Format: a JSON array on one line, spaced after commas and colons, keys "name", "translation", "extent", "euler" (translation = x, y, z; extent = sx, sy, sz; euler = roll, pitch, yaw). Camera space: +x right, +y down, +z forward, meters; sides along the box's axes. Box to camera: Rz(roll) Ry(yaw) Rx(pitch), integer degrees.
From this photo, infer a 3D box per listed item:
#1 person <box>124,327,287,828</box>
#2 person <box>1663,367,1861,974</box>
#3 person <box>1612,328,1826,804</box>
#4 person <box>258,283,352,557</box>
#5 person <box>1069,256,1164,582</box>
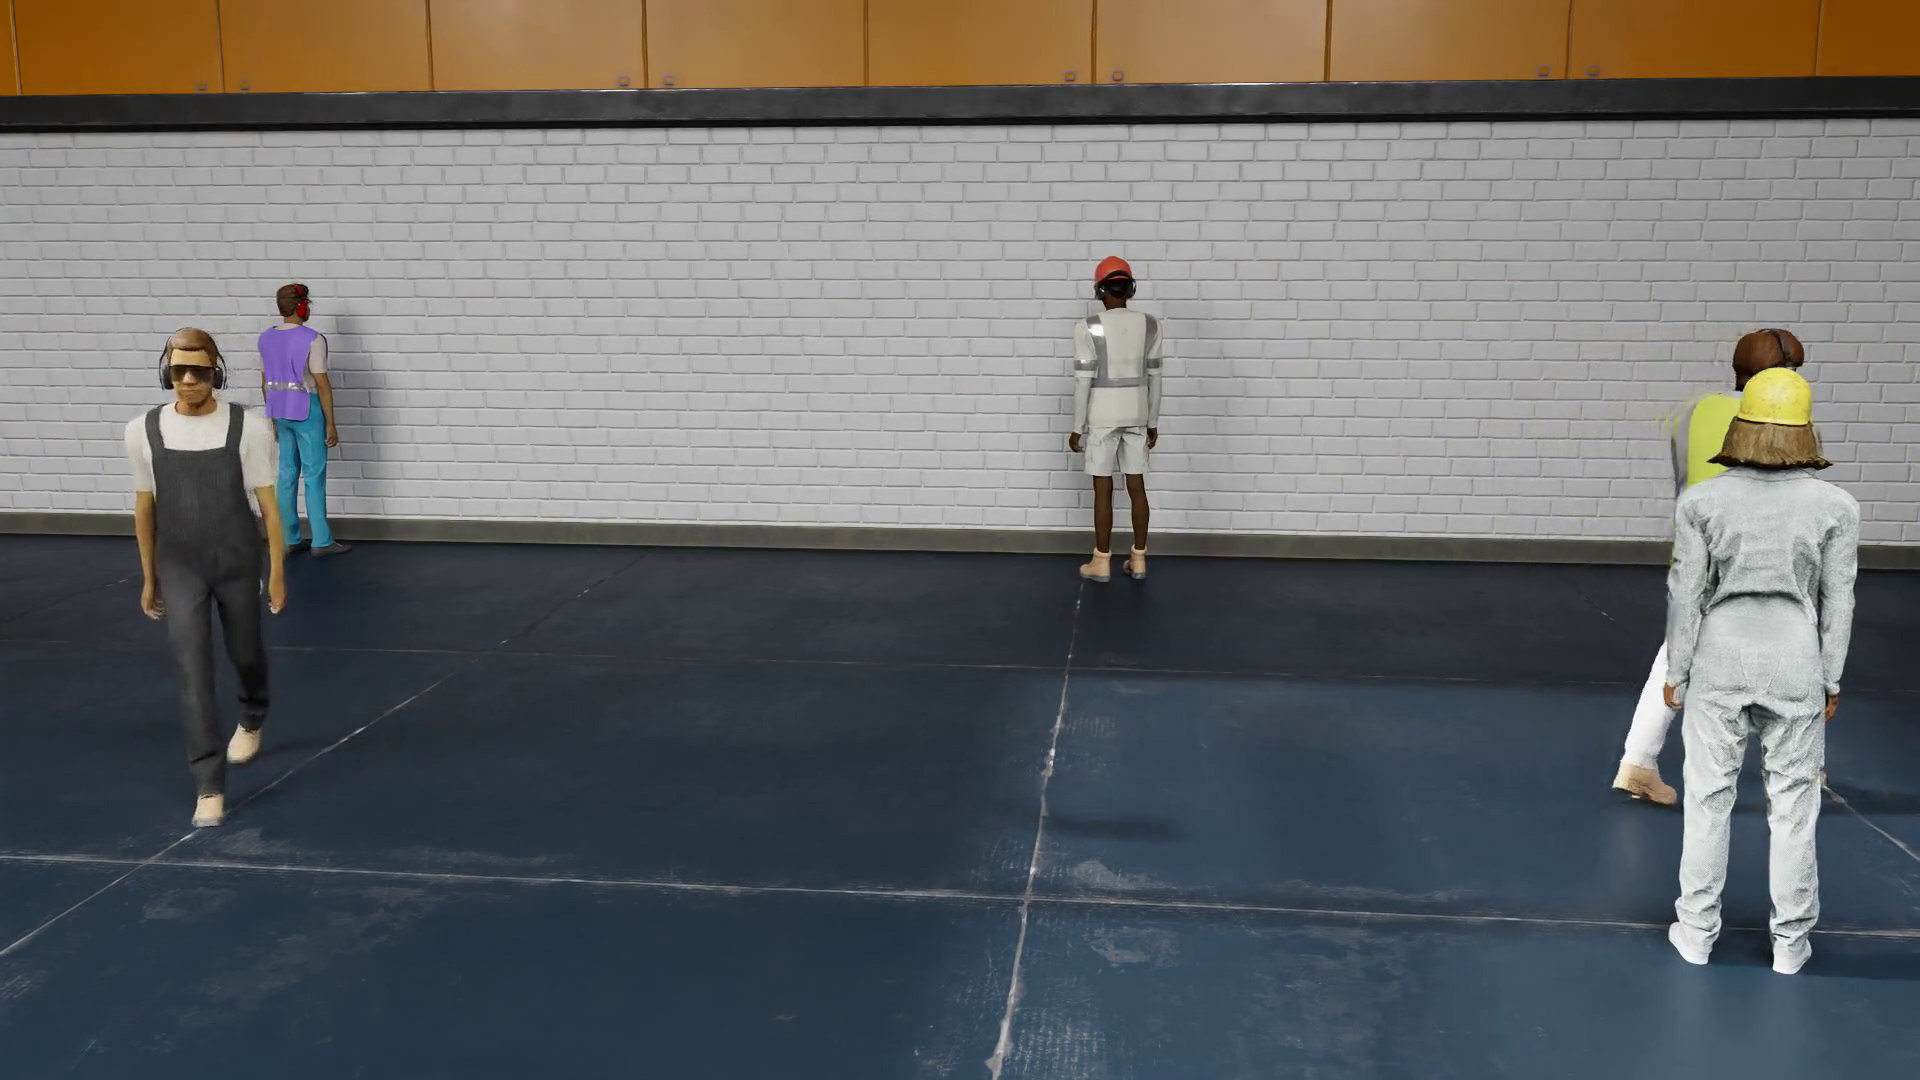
[{"name": "person", "translation": [-2.826, 0.090, 6.303], "extent": [0.520, 1.811, 0.928], "euler": [-3, 10, -17]}, {"name": "person", "translation": [2.289, 0.378, 4.799], "extent": [0.486, 1.744, 0.310], "euler": [4, 11, 22]}, {"name": "person", "translation": [2.867, 0.114, 6.189], "extent": [0.981, 1.802, 0.630], "euler": [-5, 11, -26]}, {"name": "person", "translation": [-4.473, -0.804, 11.260], "extent": [0.565, 1.850, 0.390], "euler": [4, 11, 22]}, {"name": "person", "translation": [0.966, -0.752, 10.441], "extent": [0.605, 2.033, 0.392], "euler": [-3, 10, -19]}]
